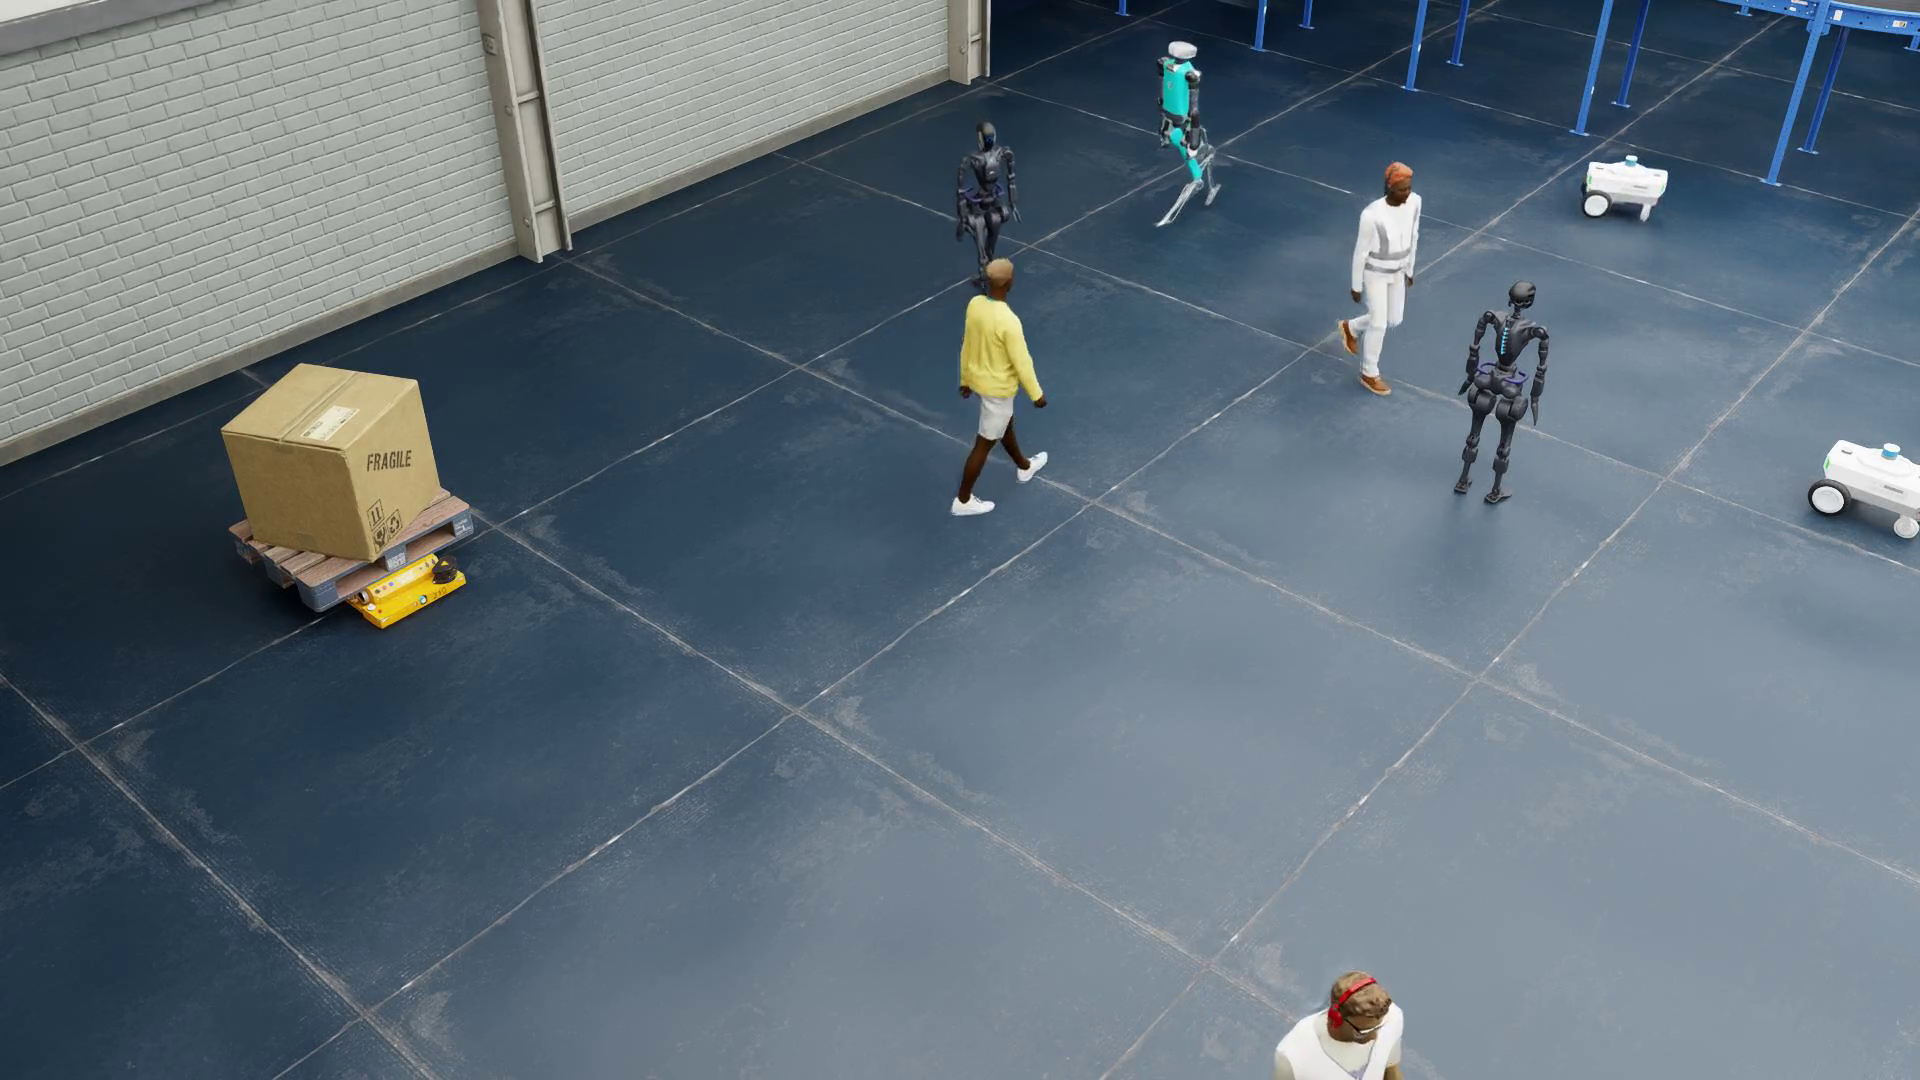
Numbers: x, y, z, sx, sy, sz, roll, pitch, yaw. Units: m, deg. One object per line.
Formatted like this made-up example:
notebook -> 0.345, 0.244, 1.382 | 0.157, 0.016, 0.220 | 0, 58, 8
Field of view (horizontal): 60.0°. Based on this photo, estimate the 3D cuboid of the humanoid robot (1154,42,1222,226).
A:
humanoid robot -> 2.259, -3.826, 15.534 | 1.004, 1.776, 0.532 | -22, 41, -27

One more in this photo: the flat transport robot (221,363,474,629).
flat transport robot -> -4.050, 0.102, 11.245 | 1.431, 0.231, 0.659 | 27, 43, 32

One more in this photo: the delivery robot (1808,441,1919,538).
delivery robot -> 6.460, -0.411, 11.694 | 0.739, 0.566, 0.499 | 27, 43, 32

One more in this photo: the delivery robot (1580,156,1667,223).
delivery robot -> 6.304, -3.362, 15.878 | 0.785, 0.613, 0.518 | 11, 37, 14

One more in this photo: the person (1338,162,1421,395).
person -> 3.253, -2.081, 12.934 | 0.582, 1.861, 0.635 | -21, 40, -27

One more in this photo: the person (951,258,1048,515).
person -> 0.291, -1.073, 11.536 | 0.911, 1.855, 0.586 | -18, 39, -24

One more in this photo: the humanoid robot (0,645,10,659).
humanoid robot -> -6.157, 0.092, 10.049 | 0.317, 1.644, 0.592 | 13, 37, 18

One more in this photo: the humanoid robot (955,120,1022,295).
humanoid robot -> 0.252, -2.776, 14.087 | 0.608, 1.636, 0.665 | -17, 39, -22

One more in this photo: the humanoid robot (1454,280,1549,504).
humanoid robot -> 3.777, -1.053, 11.640 | 0.599, 1.657, 0.315 | 27, 43, 32

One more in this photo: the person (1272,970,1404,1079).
person -> 1.493, 2.377, 6.704 | 0.576, 1.823, 0.453 | -18, 39, -23
